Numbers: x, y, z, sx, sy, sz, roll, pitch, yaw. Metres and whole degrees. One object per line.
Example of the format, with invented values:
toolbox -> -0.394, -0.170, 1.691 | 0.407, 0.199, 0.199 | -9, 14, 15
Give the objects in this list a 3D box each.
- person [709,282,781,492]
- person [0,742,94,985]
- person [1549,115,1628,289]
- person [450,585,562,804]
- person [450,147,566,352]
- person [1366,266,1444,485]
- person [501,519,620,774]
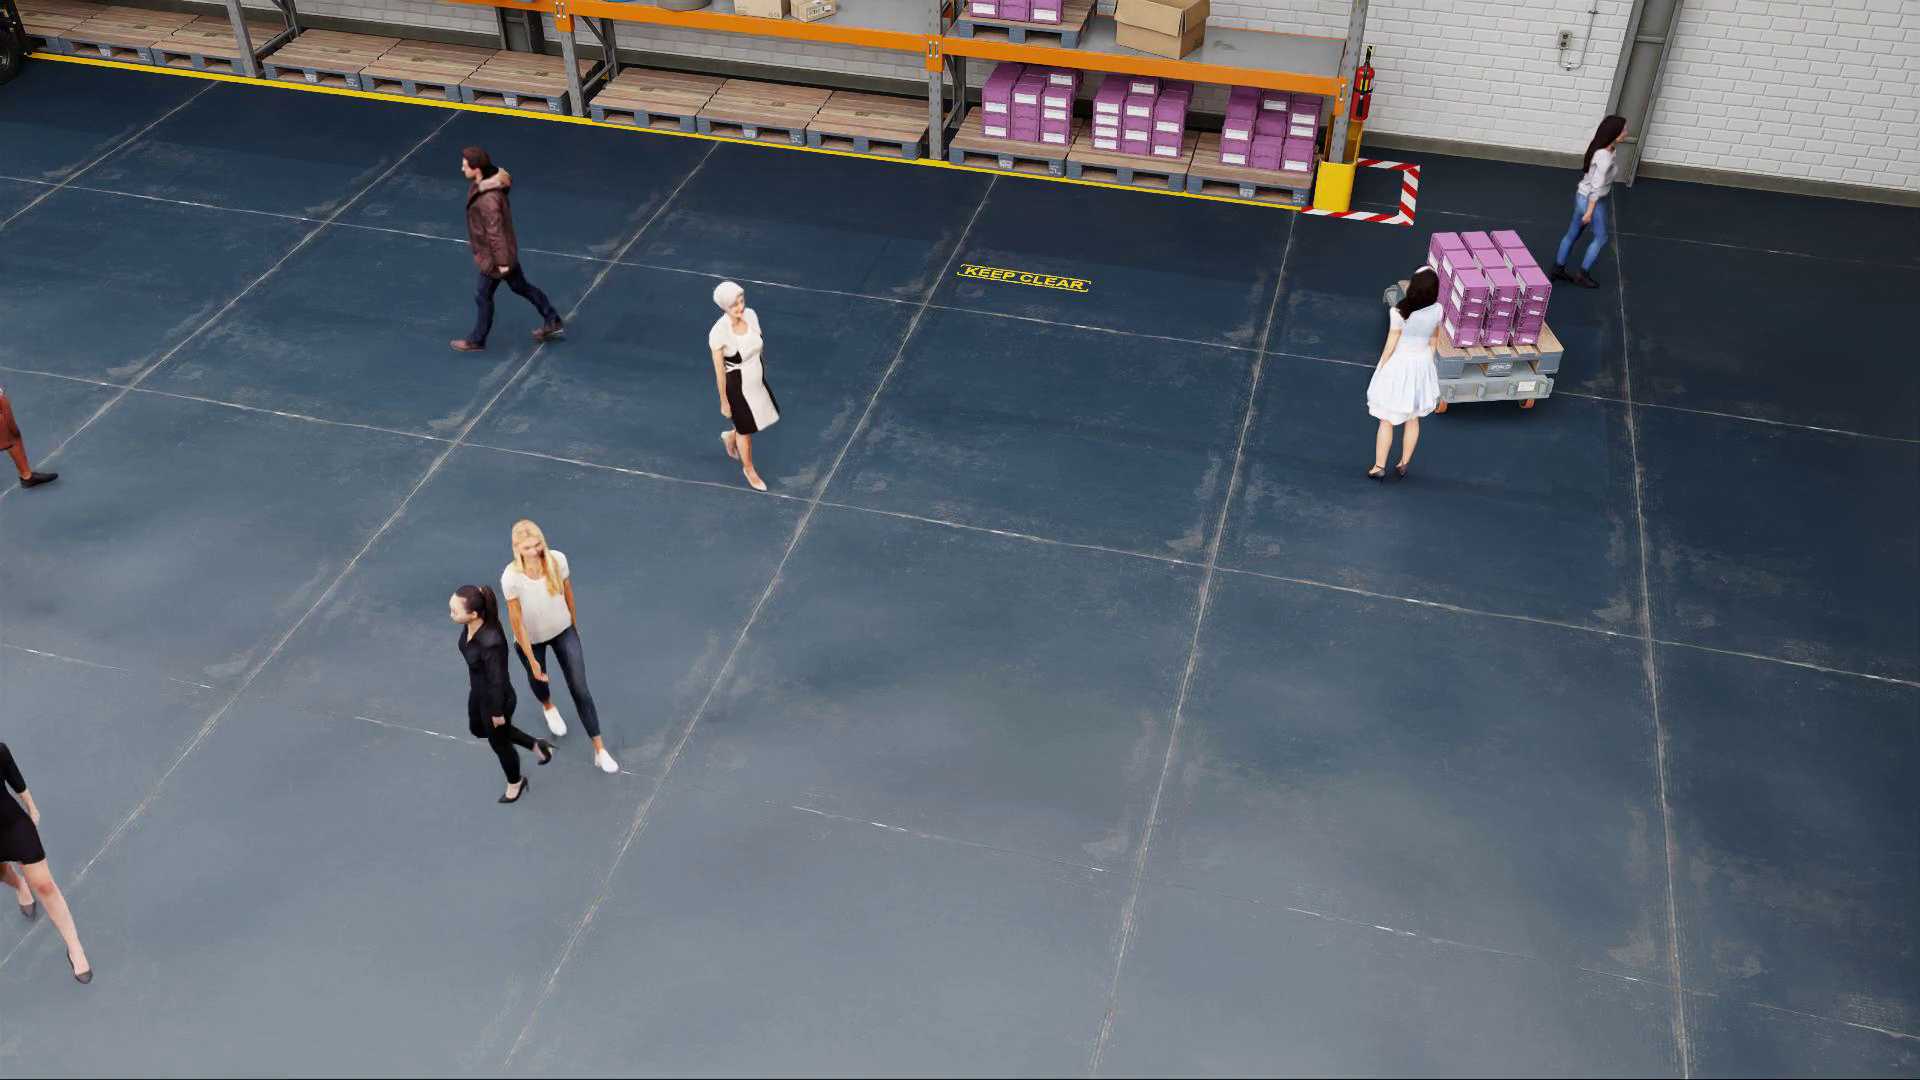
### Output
person -> -1.655, -1.150, 12.245 | 0.918, 1.740, 0.808 | 26, 45, 29
person -> -5.149, 1.546, 8.862 | 1.086, 1.749, 1.183 | -22, 44, -25
person -> 5.460, -2.977, 14.630 | 0.689, 1.619, 0.666 | 3, 39, 4
person -> -2.656, 0.886, 9.725 | 0.846, 1.702, 0.786 | -19, 42, -22
person -> -3.733, -2.379, 13.738 | 1.329, 1.797, 1.126 | -8, 39, -10
person -> 3.283, -1.201, 12.243 | 0.801, 1.822, 0.881 | -6, 39, -7
person -> -2.558, 0.555, 10.081 | 1.055, 1.775, 1.119 | -20, 43, -23
